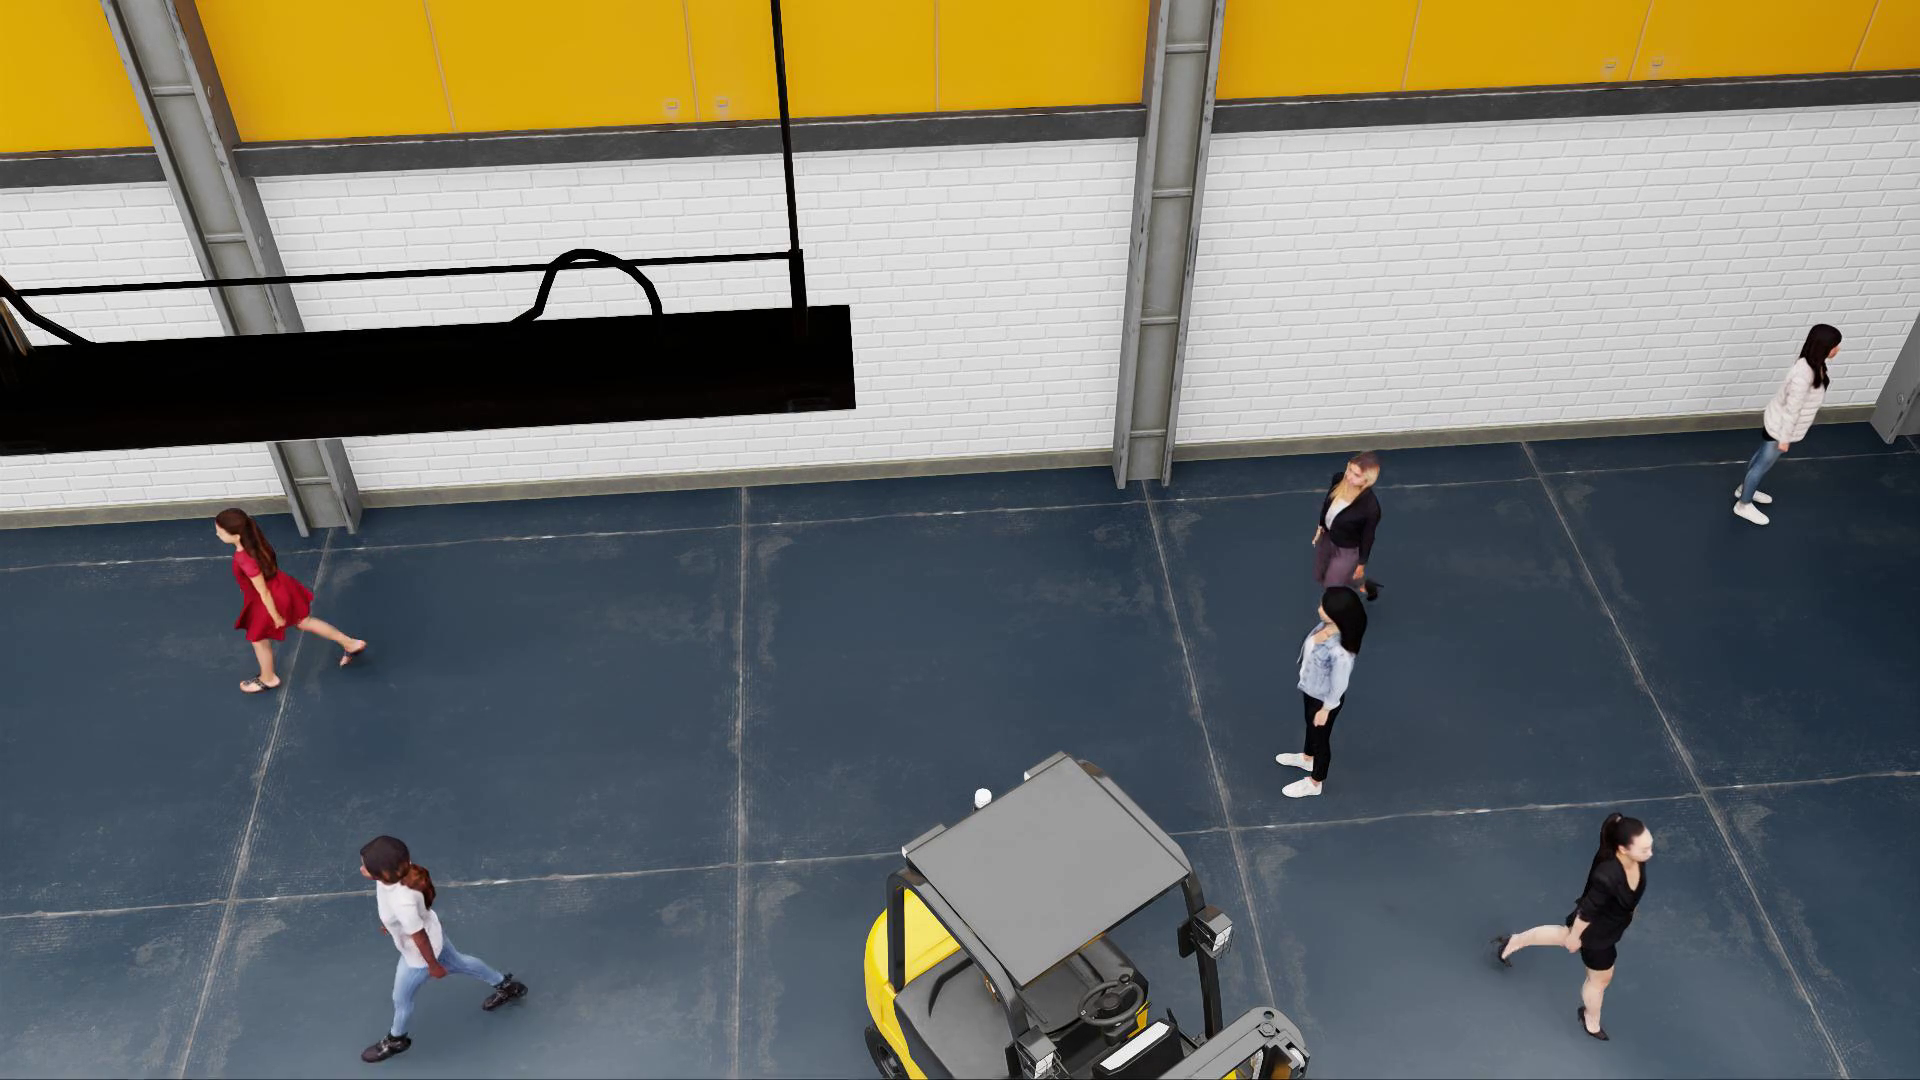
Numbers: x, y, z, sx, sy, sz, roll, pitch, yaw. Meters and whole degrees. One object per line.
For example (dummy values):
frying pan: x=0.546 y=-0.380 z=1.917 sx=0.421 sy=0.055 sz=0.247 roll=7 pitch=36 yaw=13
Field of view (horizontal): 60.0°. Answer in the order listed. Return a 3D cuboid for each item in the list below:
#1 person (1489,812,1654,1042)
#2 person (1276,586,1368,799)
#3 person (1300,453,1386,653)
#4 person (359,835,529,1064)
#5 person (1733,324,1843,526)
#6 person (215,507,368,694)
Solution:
person: x=3.281 y=1.971 z=8.789 sx=1.052 sy=1.663 sz=1.013 roll=32 pitch=52 yaw=29
person: x=2.160 y=0.893 z=9.885 sx=0.578 sy=1.713 sz=0.617 roll=1 pitch=44 yaw=1
person: x=2.540 y=0.052 z=10.812 sx=0.968 sy=1.653 sz=0.776 roll=-19 pitch=47 yaw=-18
person: x=-2.733 y=2.076 z=8.671 sx=1.219 sy=1.675 sz=0.868 roll=-17 pitch=46 yaw=-17
person: x=5.841 y=-0.852 z=11.772 sx=0.728 sy=1.638 sz=0.706 roll=20 pitch=47 yaw=20
person: x=-4.313 y=0.351 z=10.593 sx=1.075 sy=1.520 sz=0.589 roll=-7 pitch=44 yaw=-8
